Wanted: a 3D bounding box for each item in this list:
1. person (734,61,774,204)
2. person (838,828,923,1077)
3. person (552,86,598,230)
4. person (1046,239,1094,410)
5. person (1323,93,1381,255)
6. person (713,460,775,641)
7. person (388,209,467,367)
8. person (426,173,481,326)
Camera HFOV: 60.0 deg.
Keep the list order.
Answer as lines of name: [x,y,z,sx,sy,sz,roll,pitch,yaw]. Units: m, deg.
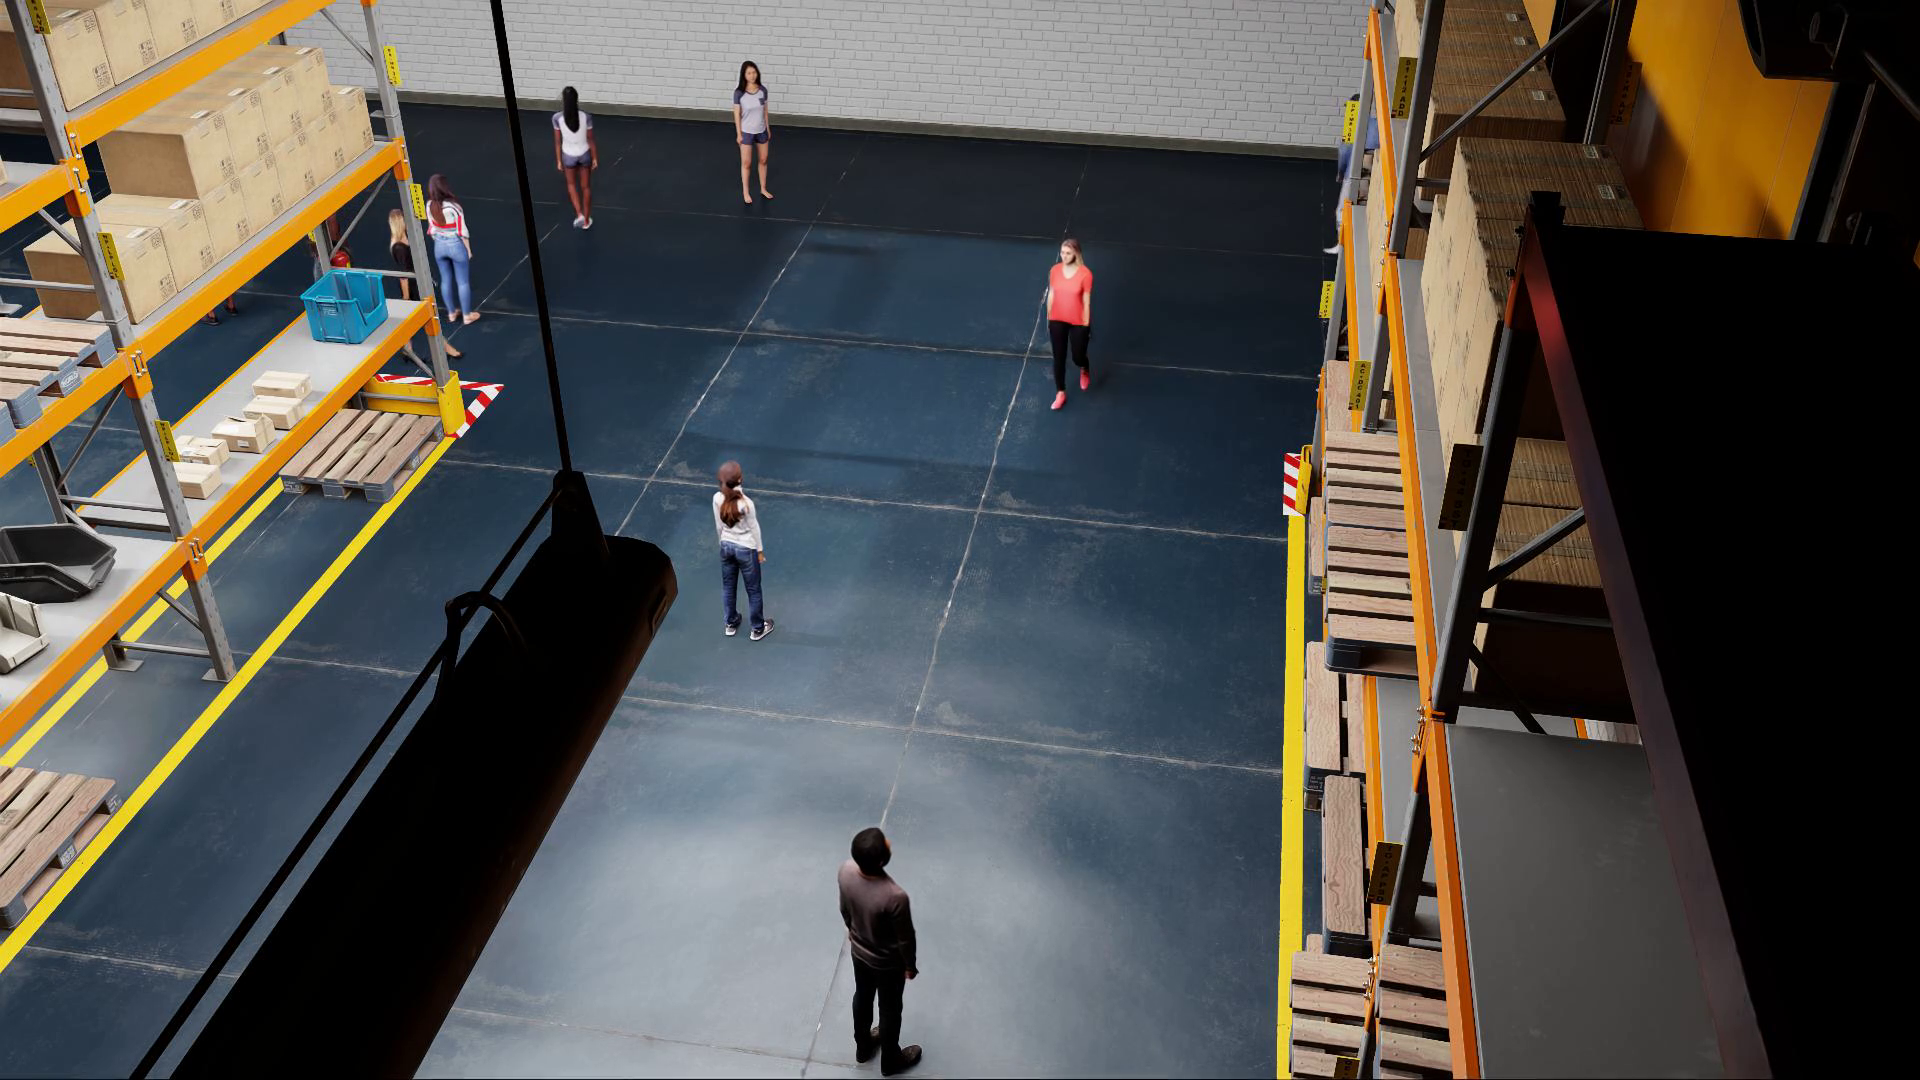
person: [-2.487,-4.942,20.074,0.669,1.706,0.716,-19,38,-26]
person: [-0.464,2.266,9.173,0.693,1.768,0.714,7,34,11]
person: [-4.424,-4.363,19.199,0.791,1.709,0.905,-8,34,-11]
person: [1.073,-2.074,15.779,0.732,1.683,0.895,14,36,21]
person: [4.530,-4.069,18.623,0.819,1.856,0.582,11,35,16]
person: [-1.689,0.071,12.667,0.561,1.555,0.570,11,35,16]
person: [-5.488,-2.457,16.378,0.864,1.657,0.871,-11,35,-17]
person: [-5.292,-3.023,17.269,0.592,1.614,0.509,7,34,11]
